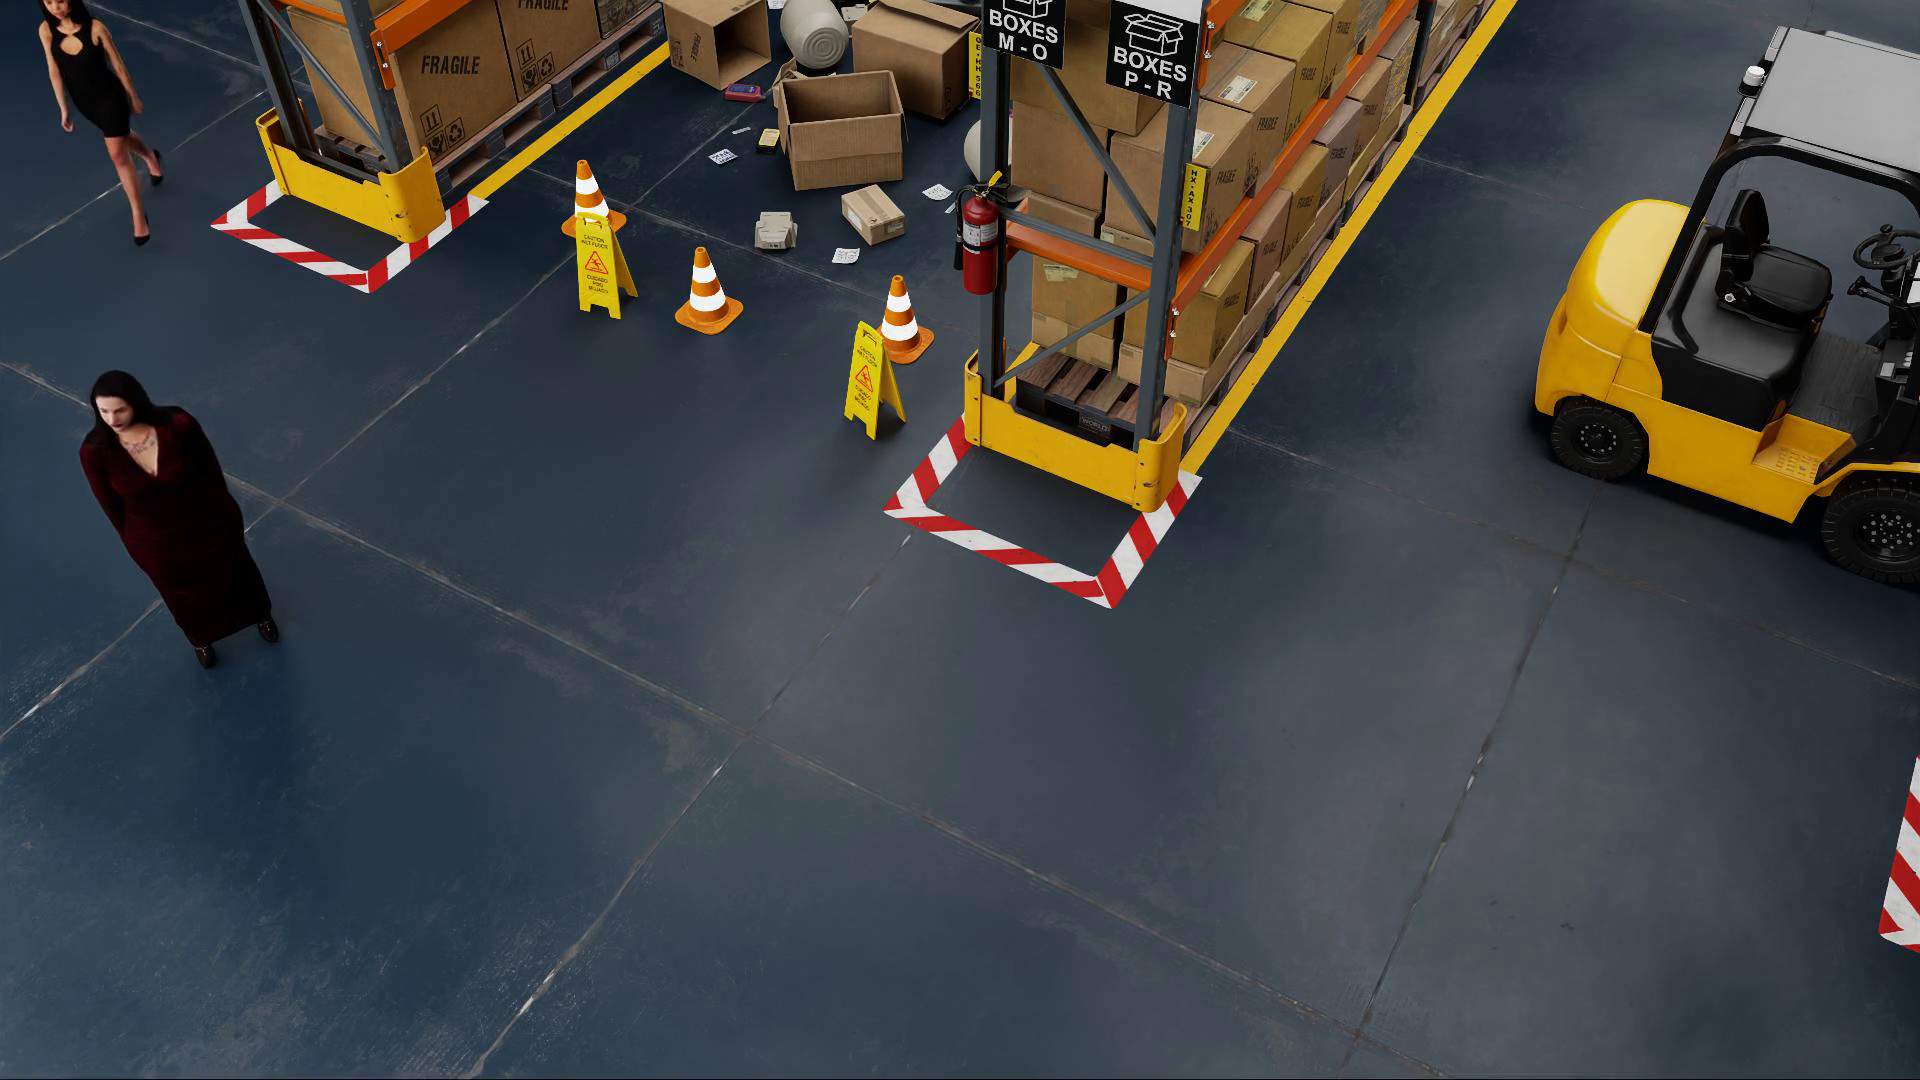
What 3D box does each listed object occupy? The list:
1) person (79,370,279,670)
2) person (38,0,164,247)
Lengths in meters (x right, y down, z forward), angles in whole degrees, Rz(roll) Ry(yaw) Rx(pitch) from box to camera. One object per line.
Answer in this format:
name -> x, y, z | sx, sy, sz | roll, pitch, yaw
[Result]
person -> -3.503, -0.093, 7.461 | 0.726, 1.756, 0.832 | -23, 51, -20
person -> -5.099, -2.645, 9.919 | 0.899, 1.611, 1.111 | -1, 47, -1
